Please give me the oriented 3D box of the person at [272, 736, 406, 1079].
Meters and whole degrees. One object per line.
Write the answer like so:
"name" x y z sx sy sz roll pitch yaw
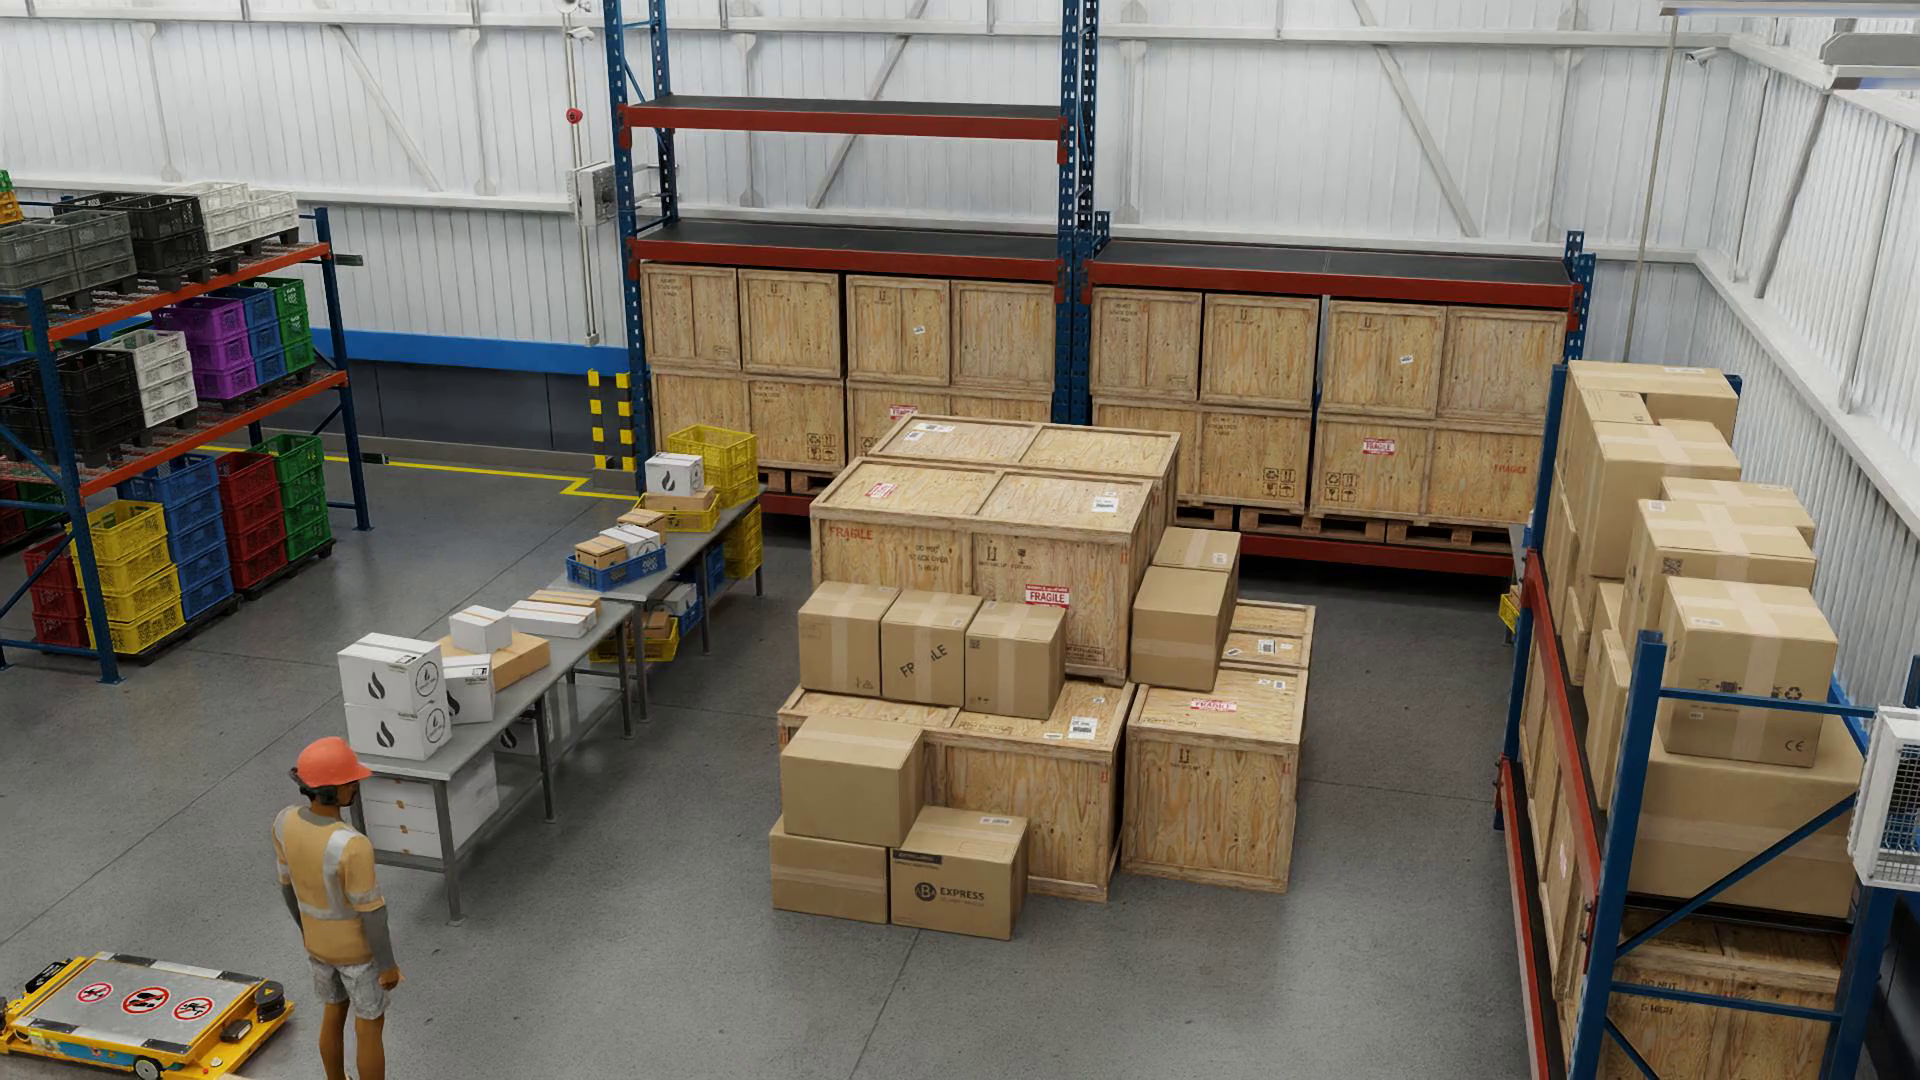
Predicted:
"person" -2.840 1.846 7.739 0.614 2.038 0.380 12 24 29

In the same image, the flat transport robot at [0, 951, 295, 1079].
"flat transport robot" -4.270 2.464 8.601 1.431 0.231 0.659 5 22 13
